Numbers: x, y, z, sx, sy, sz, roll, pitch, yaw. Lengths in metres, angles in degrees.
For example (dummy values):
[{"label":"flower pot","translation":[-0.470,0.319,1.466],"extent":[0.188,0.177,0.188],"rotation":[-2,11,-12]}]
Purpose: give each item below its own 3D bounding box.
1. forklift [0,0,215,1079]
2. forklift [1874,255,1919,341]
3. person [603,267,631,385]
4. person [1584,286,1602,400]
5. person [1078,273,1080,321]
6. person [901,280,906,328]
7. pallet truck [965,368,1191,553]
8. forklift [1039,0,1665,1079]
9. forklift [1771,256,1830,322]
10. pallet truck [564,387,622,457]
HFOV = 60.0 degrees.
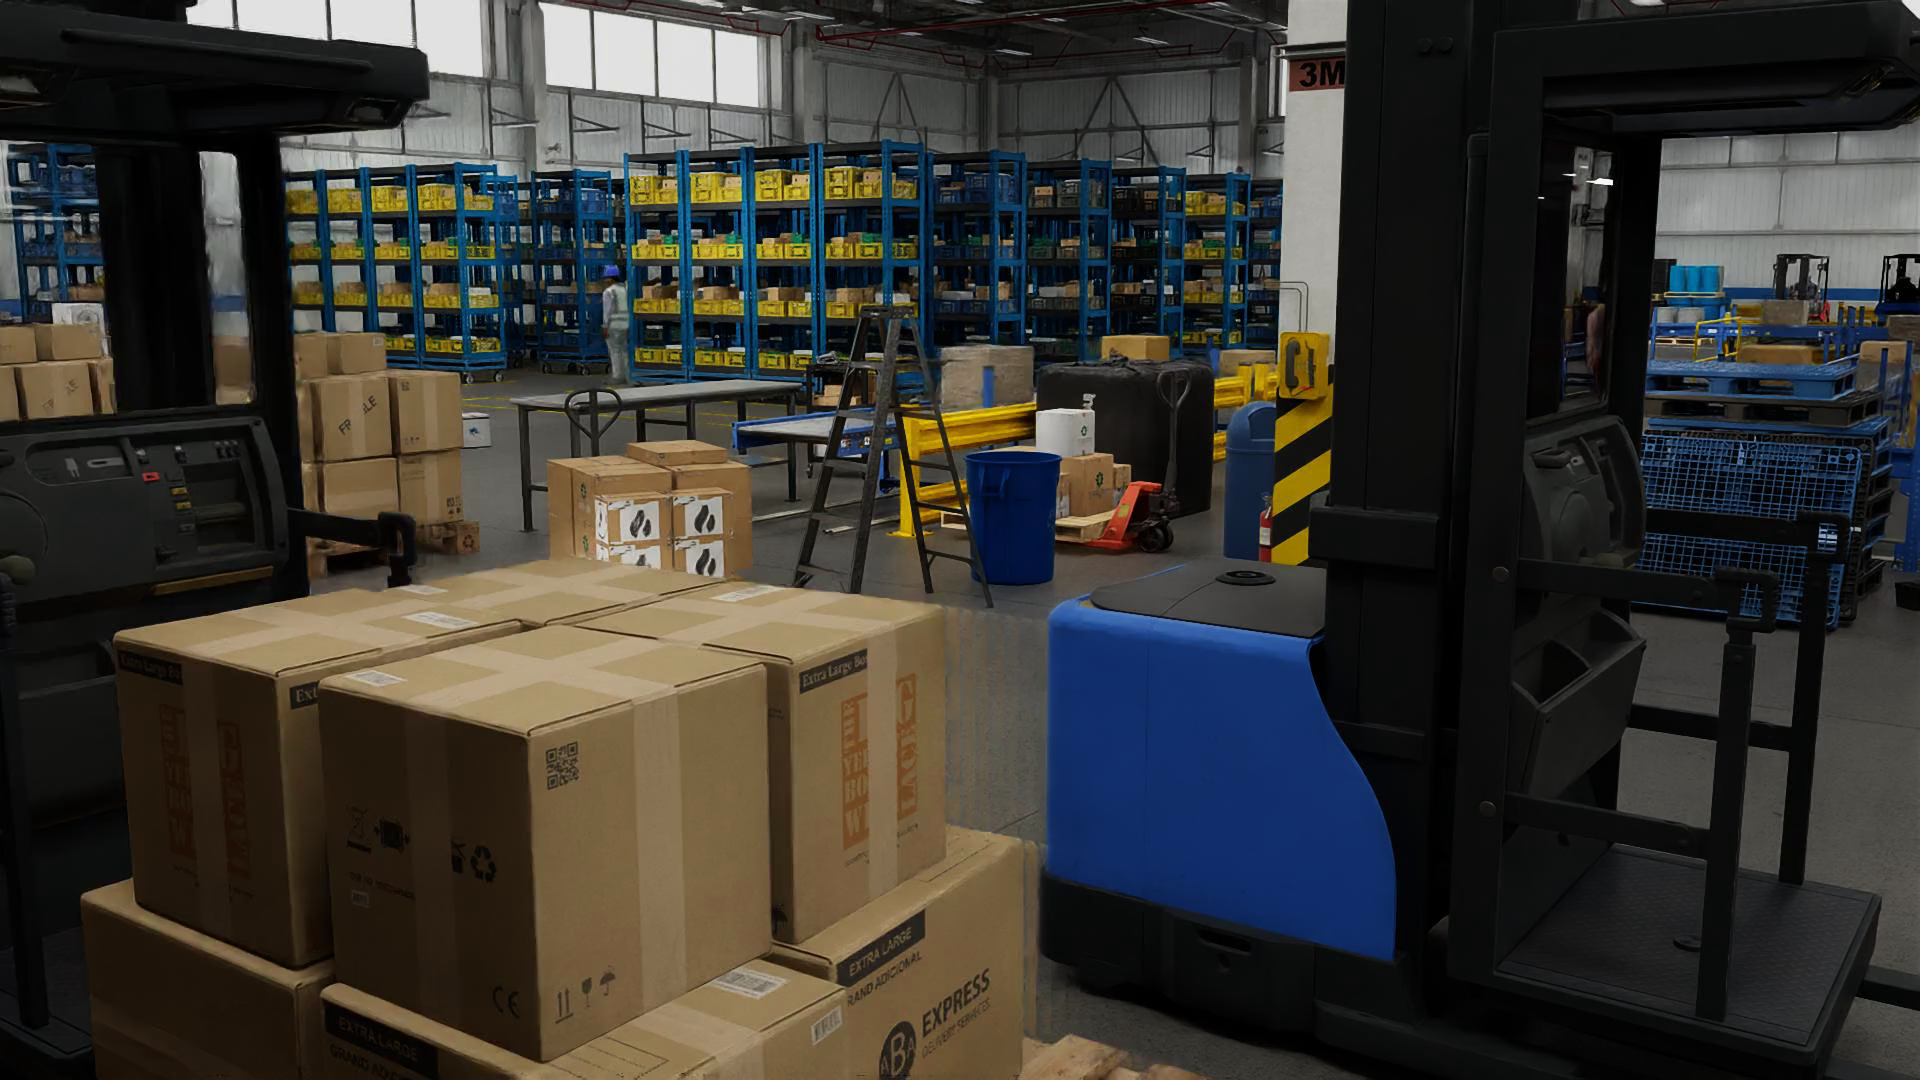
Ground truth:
[{"label":"forklift","translation":[-2.417,-0.131,4.323],"extent":[1.873,2.768,1.129],"rotation":[7,12,35]},{"label":"forklift","translation":[22.089,-5.634,38.796],"extent":[1.157,1.987,2.680],"rotation":[6,11,33]},{"label":"person","translation":[-5.636,-3.494,27.254],"extent":[0.389,1.925,0.701],"rotation":[5,11,27]},{"label":"person","translation":[8.524,-2.534,21.983],"extent":[0.537,1.745,0.654],"rotation":[4,10,22]},{"label":"person","translation":[2.882,-5.416,38.895],"extent":[0.564,1.837,0.388],"rotation":[0,10,1]},{"label":"person","translation":[-1.332,-4.888,35.821],"extent":[0.650,1.817,0.417],"rotation":[2,10,12]},{"label":"pallet truck","translation":[0.845,-0.609,11.869],"extent":[1.630,1.274,0.653],"rotation":[7,12,35]},{"label":"forklift","translation":[1.249,-0.137,4.360],"extent":[1.873,2.768,1.129],"rotation":[7,12,35]},{"label":"forklift","translation":[20.253,-5.854,40.139],"extent":[1.157,1.987,2.680],"rotation":[7,12,35]},{"label":"pallet truck","translation":[-1.981,-0.274,10.088],"extent":[0.680,1.201,1.601],"rotation":[-5,11,-28]}]
